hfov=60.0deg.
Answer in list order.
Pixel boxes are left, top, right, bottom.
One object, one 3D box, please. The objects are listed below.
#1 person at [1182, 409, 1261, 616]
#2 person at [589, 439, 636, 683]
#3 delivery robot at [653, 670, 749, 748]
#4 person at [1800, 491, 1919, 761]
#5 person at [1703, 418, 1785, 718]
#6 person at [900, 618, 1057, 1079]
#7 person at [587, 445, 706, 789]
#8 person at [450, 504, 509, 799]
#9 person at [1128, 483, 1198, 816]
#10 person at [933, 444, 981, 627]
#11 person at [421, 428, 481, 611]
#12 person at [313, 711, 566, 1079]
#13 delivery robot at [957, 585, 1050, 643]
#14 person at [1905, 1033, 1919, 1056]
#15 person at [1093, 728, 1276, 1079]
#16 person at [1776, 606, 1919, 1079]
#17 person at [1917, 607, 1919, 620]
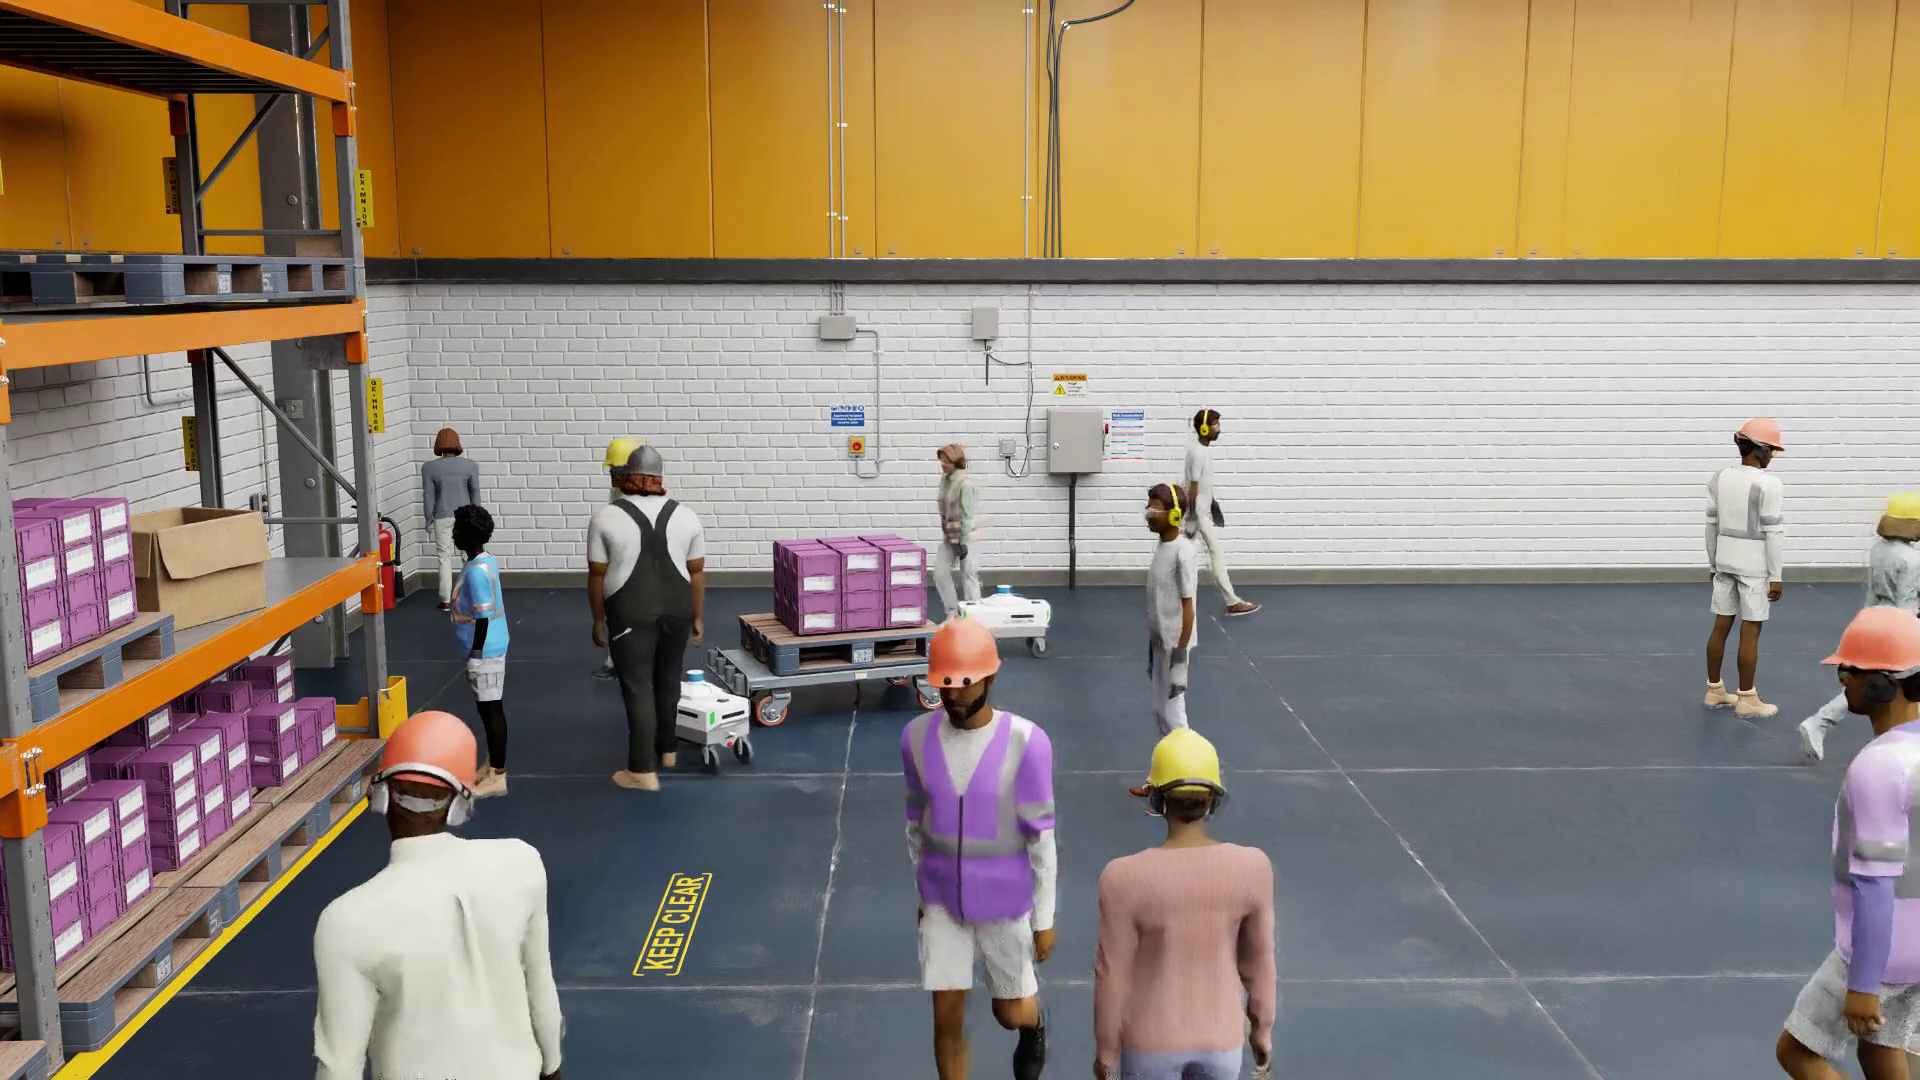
[{"bbox_3d":[2.134,-0.237,14.560,0.970,1.821,0.537,1,9,6],"label":"person"},{"bbox_3d":[-2.498,0.146,12.324,0.786,1.791,0.669,-5,11,-29],"label":"person"},{"bbox_3d":[-1.628,1.047,10.263,0.707,0.478,0.477,8,12,41],"label":"delivery robot"},{"bbox_3d":[5.528,0.557,9.994,0.708,1.723,0.489,0,9,2],"label":"person"},{"bbox_3d":[5.349,0.187,11.306,0.392,2.033,0.605,-4,10,-21],"label":"person"},{"bbox_3d":[0.088,1.168,5.673,0.557,1.911,0.729,3,10,19],"label":"person"},{"bbox_3d":[-1.851,0.411,9.902,0.693,2.000,0.728,-5,11,-28],"label":"person"},{"bbox_3d":[-2.763,0.635,9.582,0.321,1.697,0.529,-2,9,-12],"label":"person"},{"bbox_3d":[1.161,0.609,9.281,0.300,1.861,0.614,-2,9,-10],"label":"person"},{"bbox_3d":[0.002,-0.001,13.731,0.489,1.605,0.509,-5,11,-29],"label":"person"},{"bbox_3d":[-4.512,-0.183,14.794,0.497,1.632,0.289,-4,10,-23],"label":"person"},{"bbox_3d":[-1.249,1.399,4.082,0.446,1.964,0.721,7,12,37],"label":"person"},{"bbox_3d":[0.344,0.596,13.025,0.707,0.478,0.477,-1,9,-7],"label":"delivery robot"},{"bbox_3d":[4.100,1.126,6.145,0.935,1.854,0.581,6,11,34],"label":"person"},{"bbox_3d":[0.646,1.410,4.684,0.531,1.747,0.511,-2,9,-12],"label":"person"},{"bbox_3d":[2.773,1.208,5.046,0.648,2.026,0.449,-8,13,-42],"label":"person"},{"bbox_3d":[5.484,0.621,8.944,0.662,1.933,0.644,-1,9,-5],"label":"person"}]
